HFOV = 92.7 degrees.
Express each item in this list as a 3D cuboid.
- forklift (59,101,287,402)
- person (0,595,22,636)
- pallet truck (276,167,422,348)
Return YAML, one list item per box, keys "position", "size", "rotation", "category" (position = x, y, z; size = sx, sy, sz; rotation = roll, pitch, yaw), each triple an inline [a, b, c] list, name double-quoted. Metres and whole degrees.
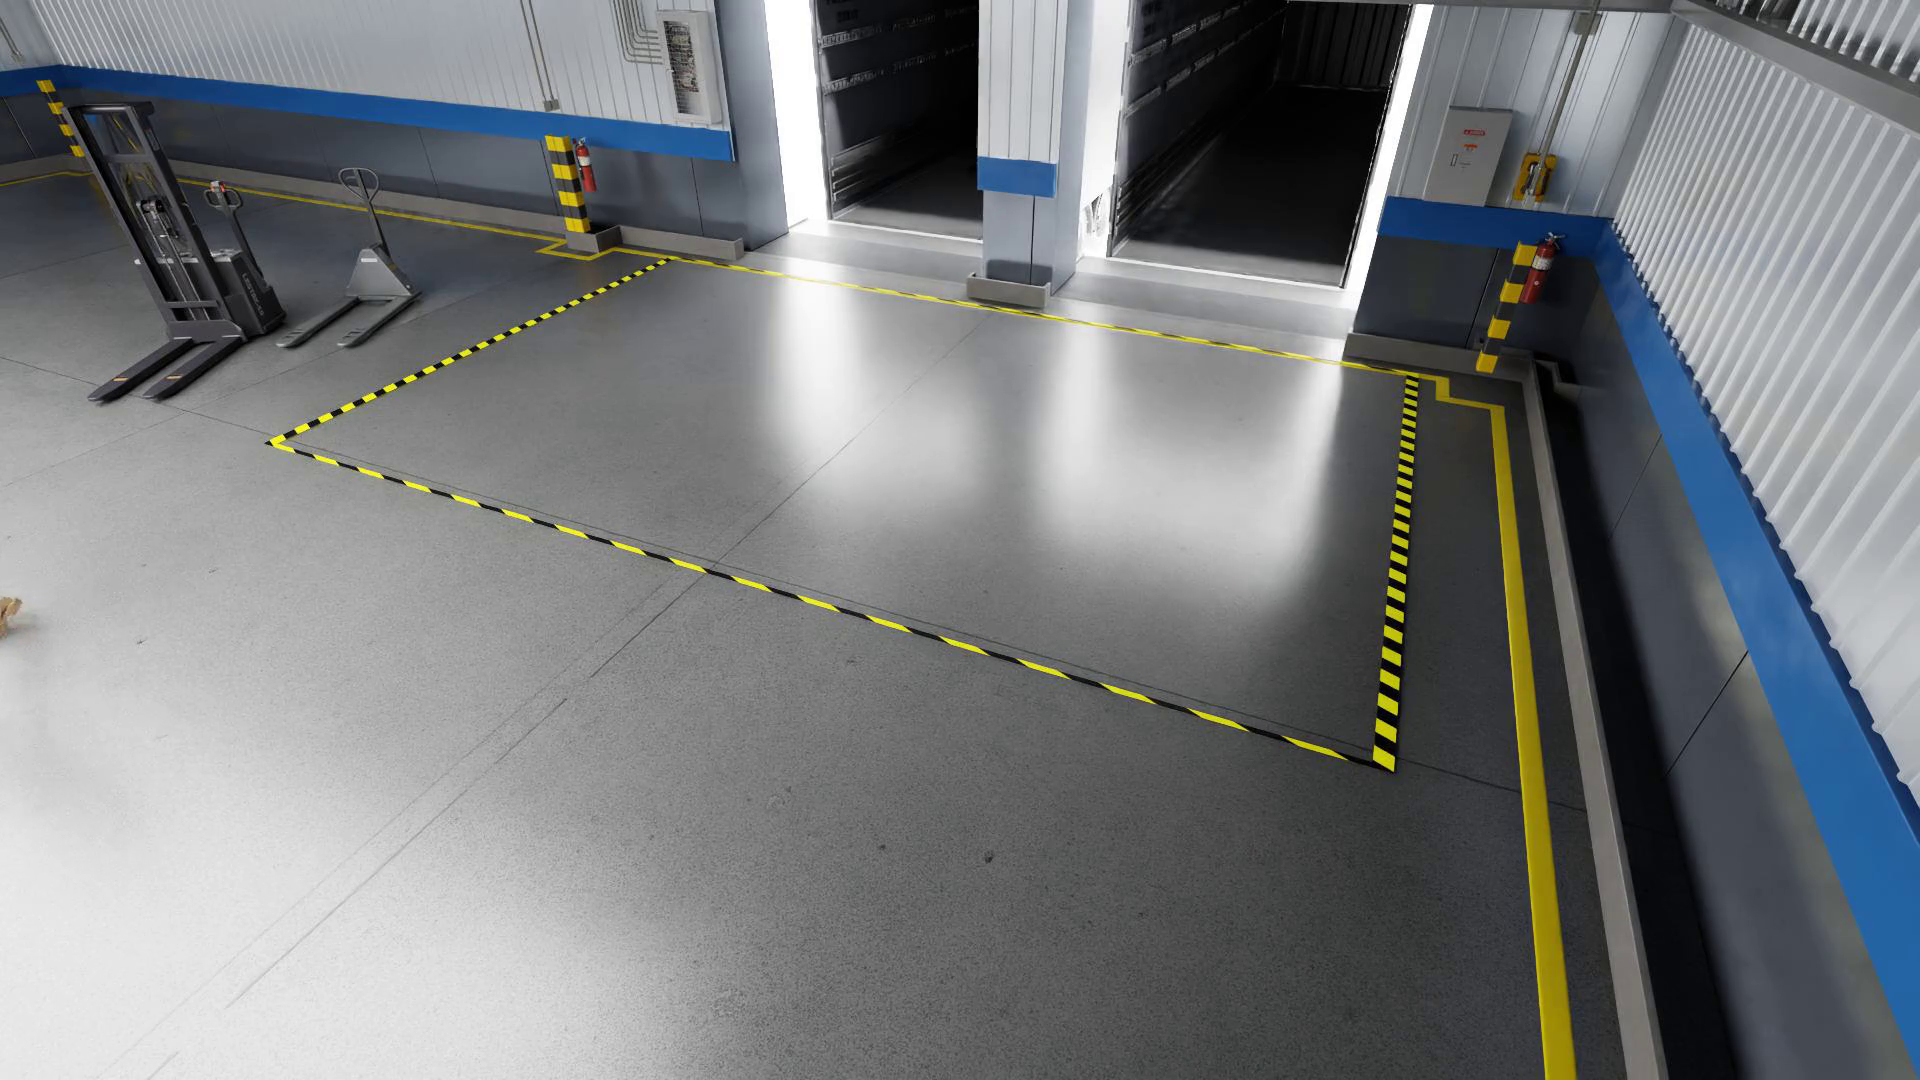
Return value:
- position: [-6.686, -2.387, 7.434]
  size: [0.823, 1.965, 1.885]
  rotation: [-3, 35, -5]
  category: "forklift"
- position: [-5.167, -0.008, 4.213]
  size: [0.665, 1.791, 0.949]
  rotation: [6, 35, 8]
  category: "person"
- position: [-5.732, -2.611, 8.414]
  size: [0.680, 1.201, 1.601]
  rotation: [-1, 35, -1]
  category: "pallet truck"
